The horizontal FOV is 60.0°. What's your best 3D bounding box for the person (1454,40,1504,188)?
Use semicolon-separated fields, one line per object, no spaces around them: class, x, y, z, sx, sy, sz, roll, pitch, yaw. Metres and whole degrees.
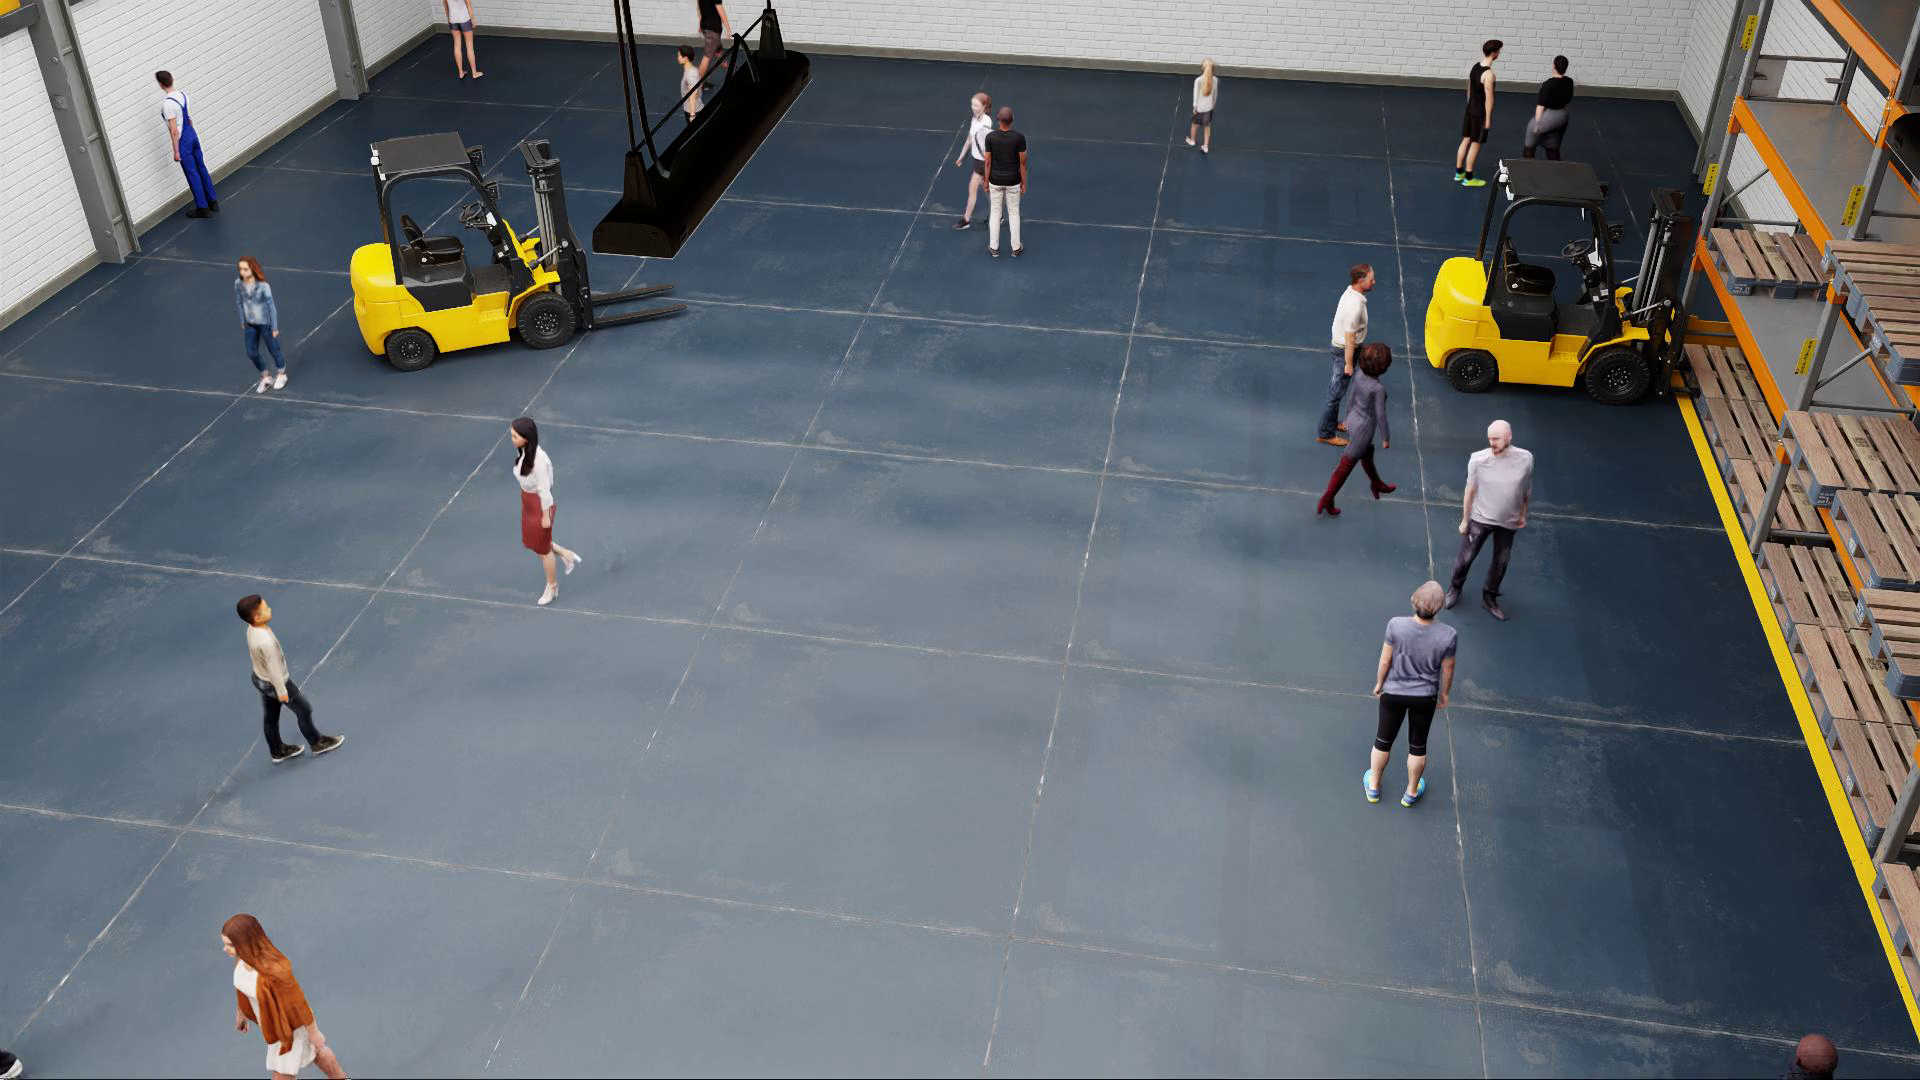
person;6.742;-5.561;21.636;0.825;1.891;0.664;-8;34;-12

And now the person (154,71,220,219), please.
person;-9.664;-4.949;20.755;0.677;1.848;0.483;5;34;8

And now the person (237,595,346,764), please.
person;-5.059;1.049;12.087;0.860;1.454;0.787;-25;41;-33

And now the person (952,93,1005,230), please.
person;0.348;-4.645;20.408;0.940;1.726;0.988;-6;34;-10

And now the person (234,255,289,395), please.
person;-7.125;-2.251;17.040;0.589;1.466;0.585;5;34;7

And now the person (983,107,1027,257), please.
person;0.528;-4.245;19.736;0.695;1.804;0.618;1;34;2

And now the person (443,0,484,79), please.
person;-7.614;-7.911;25.316;0.593;1.732;0.527;5;34;8

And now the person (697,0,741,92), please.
person;-3.779;-7.580;24.743;1.258;1.815;1.139;-26;42;-33

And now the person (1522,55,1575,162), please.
person;7.642;-5.313;21.403;0.870;1.737;0.956;-10;35;-14

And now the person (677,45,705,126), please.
person;-3.502;-5.685;21.982;0.721;1.716;0.568;-5;34;-7

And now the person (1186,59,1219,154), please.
person;3.360;-5.925;22.755;0.663;1.259;0.789;-7;34;-10

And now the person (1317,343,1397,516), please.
person;3.508;-0.945;14.889;0.957;1.672;1.087;-9;35;-13

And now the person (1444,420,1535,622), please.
person;4.400;-0.178;13.606;0.716;1.816;0.658;-5;34;-7

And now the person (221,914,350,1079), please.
person;-3.753;2.677;9.424;0.931;1.690;1.088;24;40;31

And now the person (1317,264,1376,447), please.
person;3.698;-1.814;16.038;0.730;1.848;0.527;9;35;13

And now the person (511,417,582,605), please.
person;-3.423;-0.259;13.796;0.850;1.741;0.787;-25;41;-33

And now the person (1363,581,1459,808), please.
person;3.155;1.079;11.650;0.687;1.888;0.599;9;35;14
